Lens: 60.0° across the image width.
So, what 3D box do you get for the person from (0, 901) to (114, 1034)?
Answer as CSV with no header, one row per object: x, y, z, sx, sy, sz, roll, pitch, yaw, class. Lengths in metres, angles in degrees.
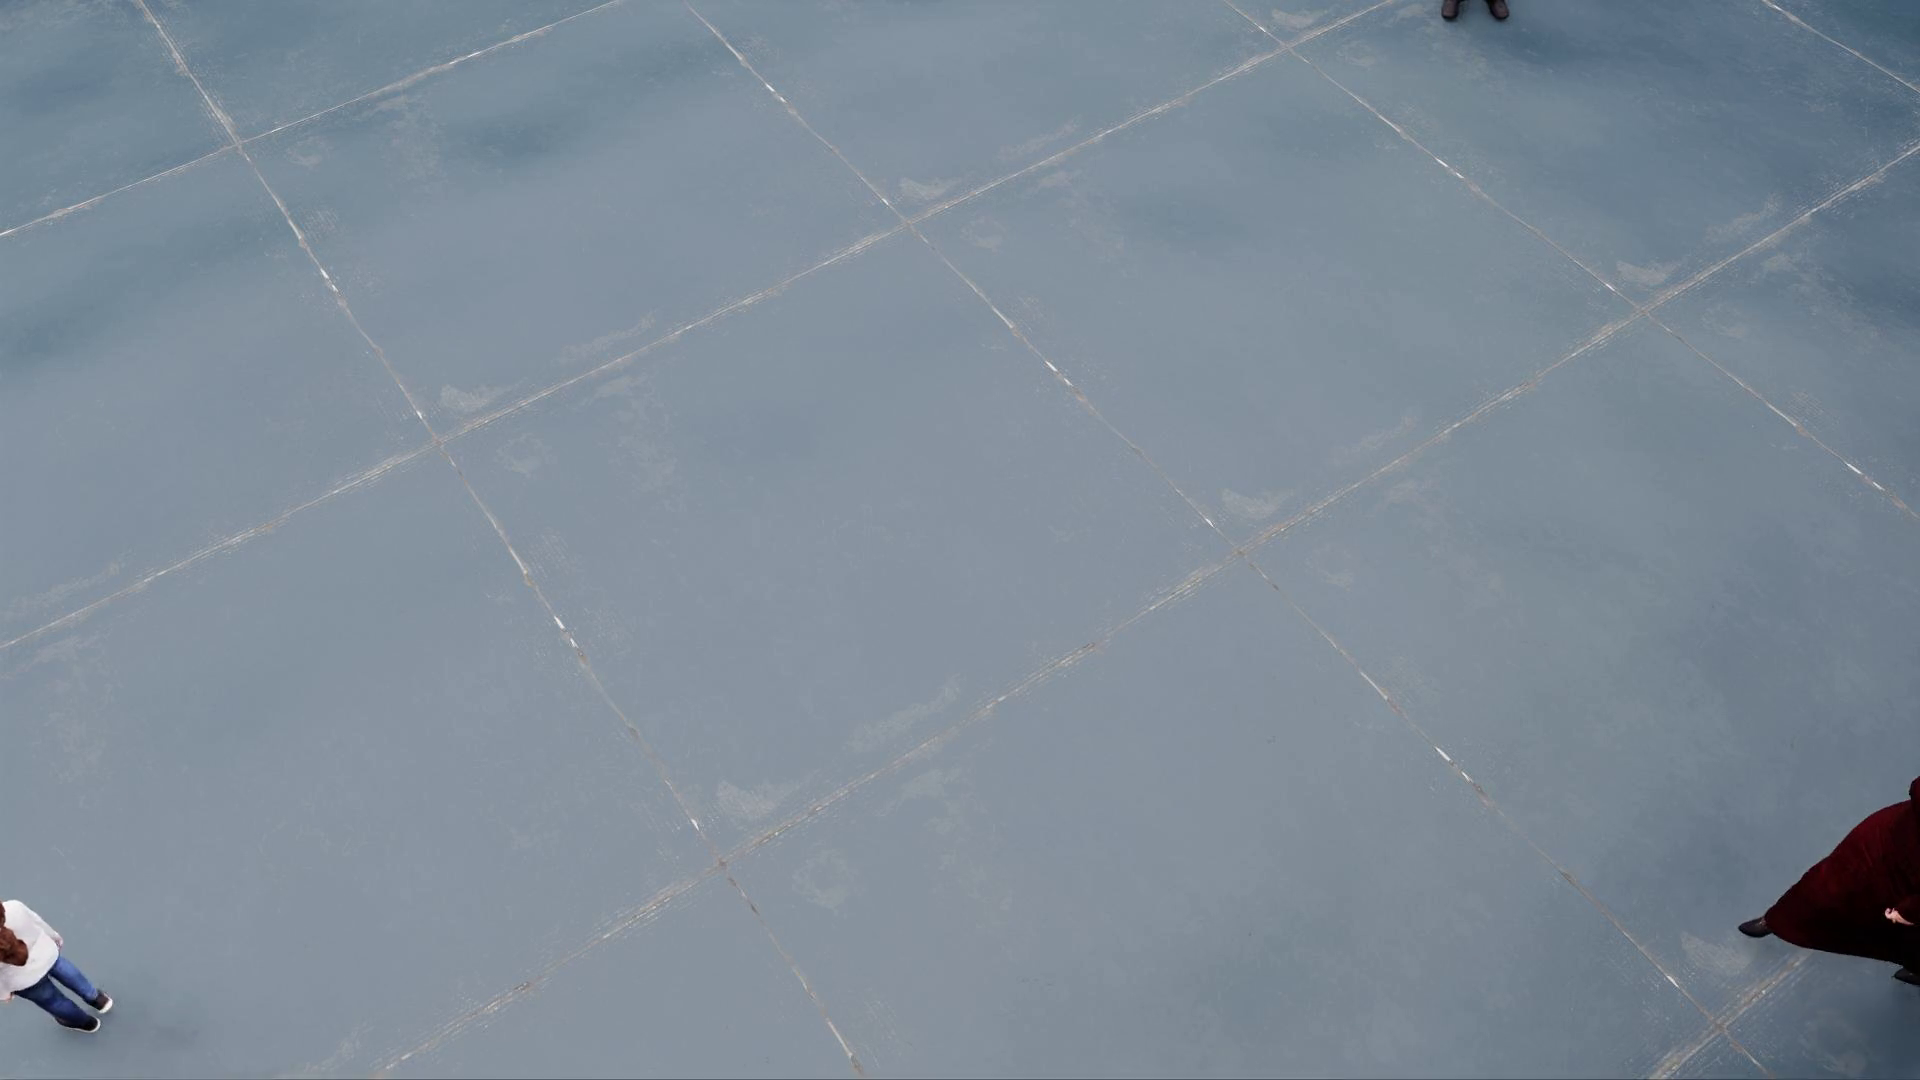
-3.566,1.646,6.439,0.598,1.105,0.544,14,54,11,person

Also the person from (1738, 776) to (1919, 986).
3.752,1.265,6.342,1.082,1.724,1.074,1,52,1,person
